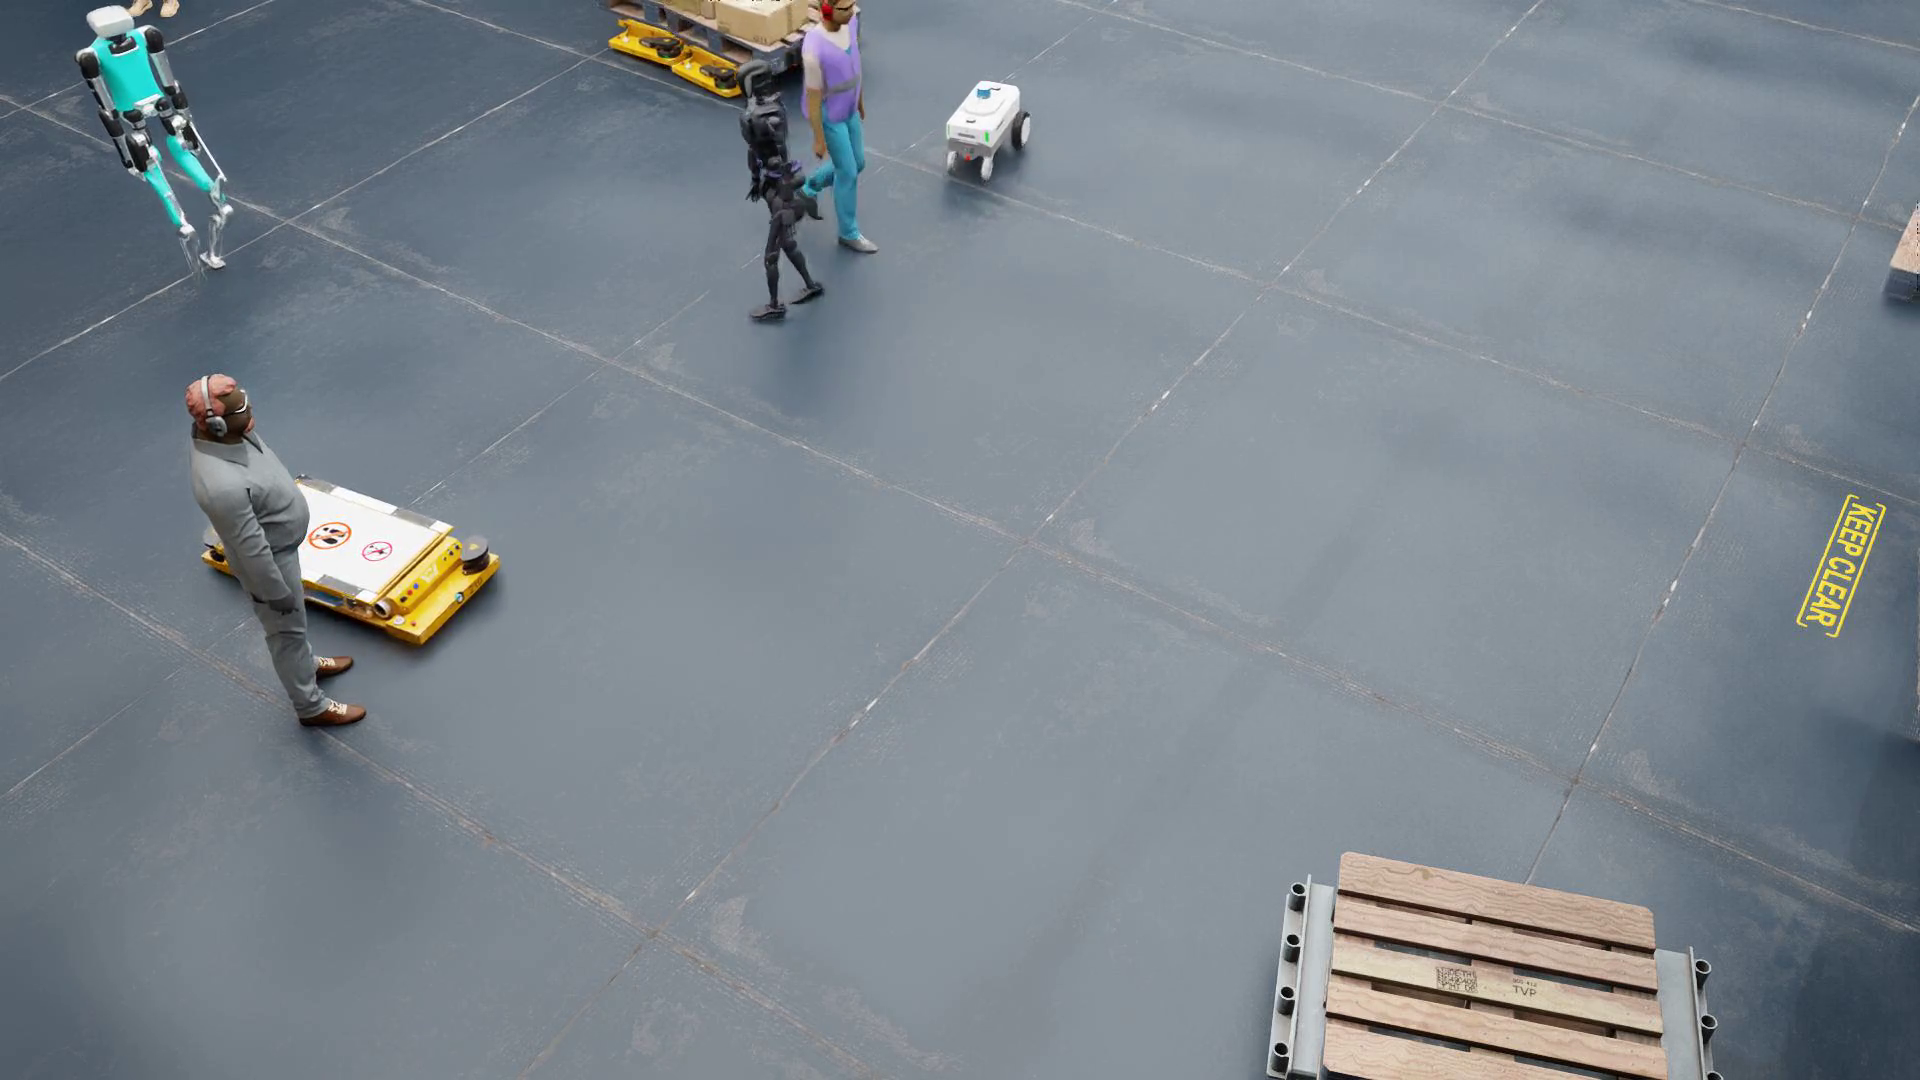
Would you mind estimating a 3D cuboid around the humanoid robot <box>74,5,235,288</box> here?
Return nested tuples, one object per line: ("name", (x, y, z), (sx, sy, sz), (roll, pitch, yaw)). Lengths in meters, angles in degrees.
("humanoid robot", (-4.890, -2.349, 10.390), (0.714, 1.895, 0.540), (30, 50, 29))

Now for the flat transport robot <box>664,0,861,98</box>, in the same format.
("flat transport robot", (-1.527, -3.905, 13.149), (0.659, 0.231, 1.431), (31, 50, 30))

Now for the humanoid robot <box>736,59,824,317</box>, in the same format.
("humanoid robot", (-1.132, -2.125, 10.112), (0.637, 1.632, 0.615), (-19, 45, -20))

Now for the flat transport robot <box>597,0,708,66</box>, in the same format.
("flat transport robot", (-2.150, -4.276, 13.565), (0.659, 0.231, 1.431), (23, 47, 24))

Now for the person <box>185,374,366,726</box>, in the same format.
("person", (-3.097, 0.050, 7.495), (0.410, 1.910, 0.638), (-16, 44, -17))

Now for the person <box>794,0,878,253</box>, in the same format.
("person", (-0.821, -2.730, 10.663), (0.606, 1.826, 0.580), (16, 44, 18))

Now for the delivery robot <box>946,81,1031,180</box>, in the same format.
("delivery robot", (0.172, -2.984, 11.893), (0.499, 0.581, 0.768), (14, 44, 15))

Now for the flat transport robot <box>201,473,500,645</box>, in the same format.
("flat transport robot", (-3.196, 0.076, 8.694), (1.431, 0.231, 0.659), (17, 45, 18))

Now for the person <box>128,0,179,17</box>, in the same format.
("person", (-6.716, -5.068, 13.340), (0.490, 1.746, 0.310), (2, 42, 2))
